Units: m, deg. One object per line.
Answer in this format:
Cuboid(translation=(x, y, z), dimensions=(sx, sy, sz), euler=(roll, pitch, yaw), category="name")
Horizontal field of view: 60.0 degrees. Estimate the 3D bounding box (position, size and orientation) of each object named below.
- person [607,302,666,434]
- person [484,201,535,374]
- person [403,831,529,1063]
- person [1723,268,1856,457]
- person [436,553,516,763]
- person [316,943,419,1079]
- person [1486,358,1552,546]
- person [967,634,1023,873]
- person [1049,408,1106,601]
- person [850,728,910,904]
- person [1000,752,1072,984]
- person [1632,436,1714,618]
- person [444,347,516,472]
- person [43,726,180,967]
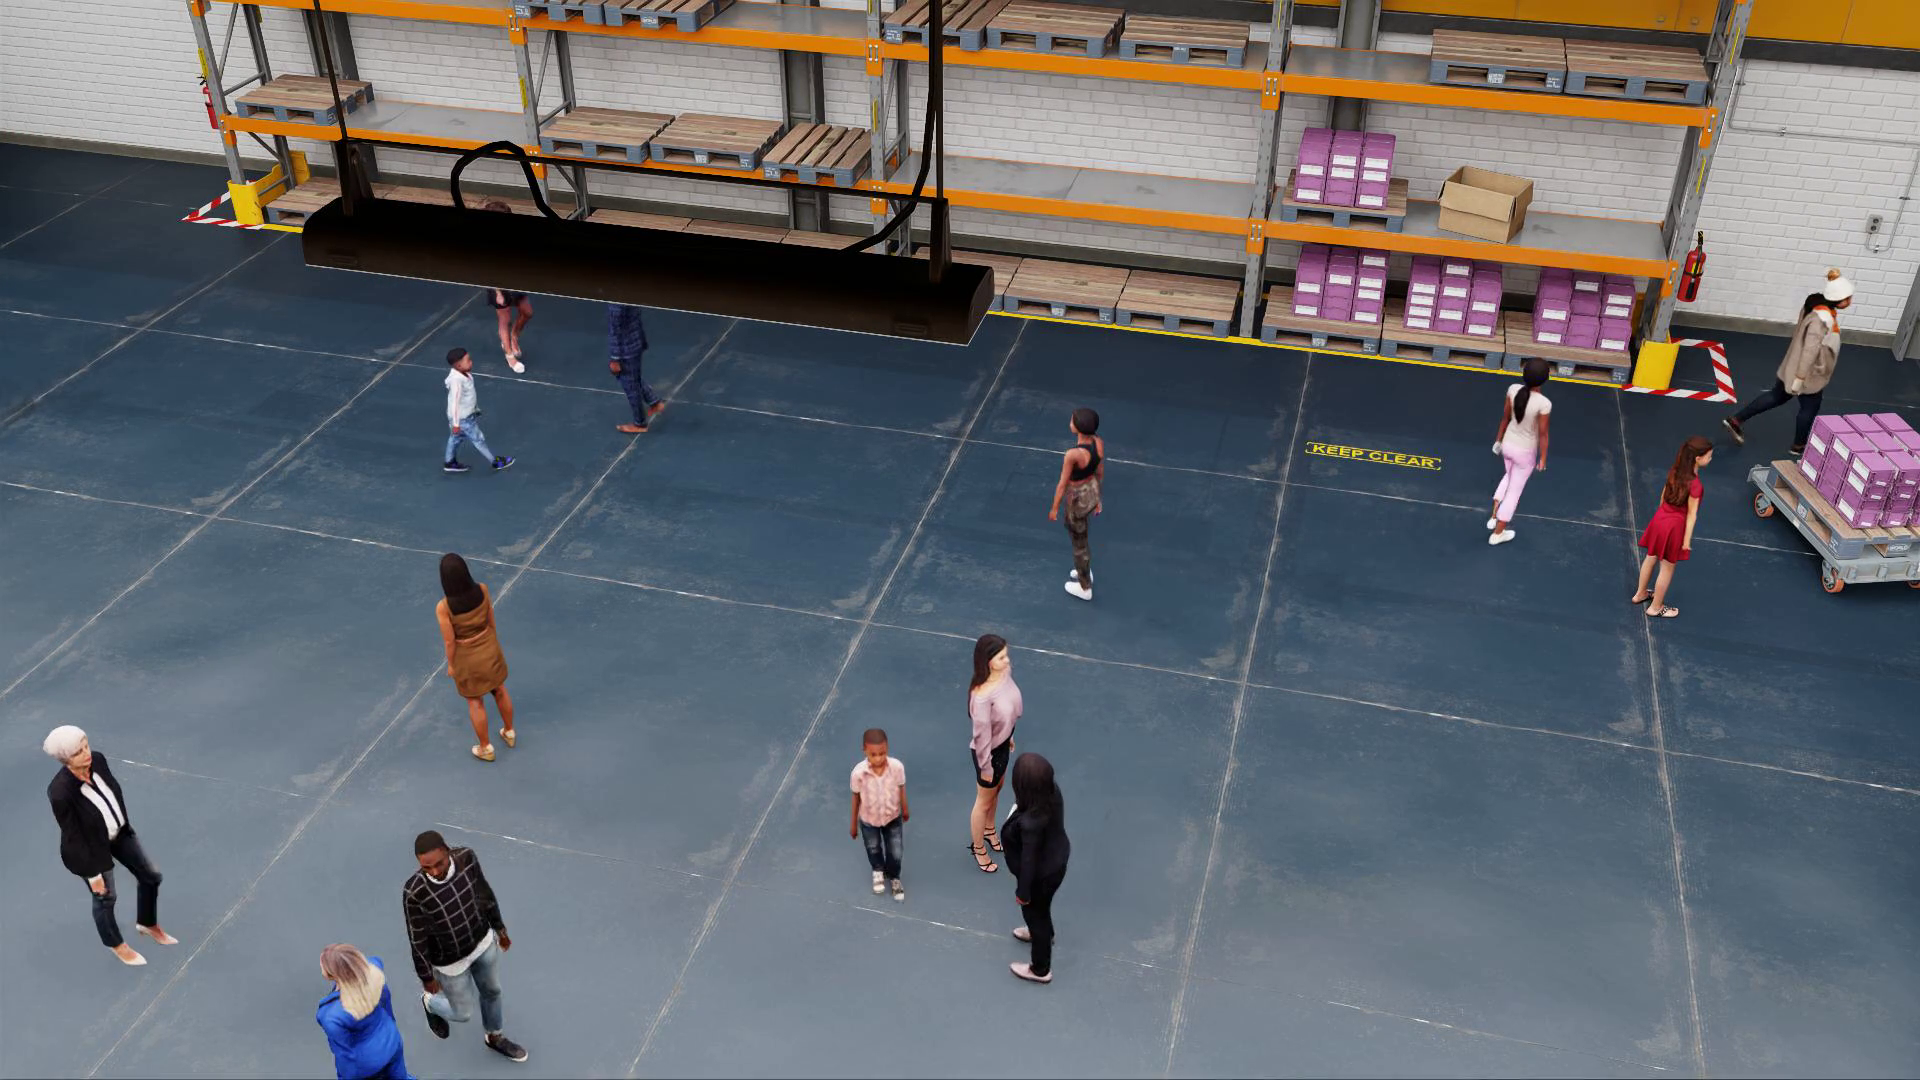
Cuboid(translation=(-2.976, -1.804, 15.320), dimensions=(0.781, 1.809, 0.757), euler=(0, 34, -1), category="person")
Cuboid(translation=(-4.544, -2.491, 16.380), dimensions=(0.724, 1.781, 0.649), euler=(18, 38, 25), category="person")
Cuboid(translation=(-2.856, 2.232, 9.258), dimensions=(1.000, 1.799, 0.862), euler=(18, 38, 25), category="person")
Cuboid(translation=(7.489, -1.600, 14.962), dimensions=(1.128, 1.866, 0.731), euler=(6, 34, 8), category="person")
Cuboid(translation=(-3.347, 0.811, 11.498), dimensions=(0.649, 1.685, 0.639), euler=(27, 42, 35), category="person")
Cuboid(translation=(-2.978, 2.710, 8.639), dimensions=(0.904, 1.687, 0.652), euler=(12, 35, 17), category="person")
Cuboid(translation=(4.556, -0.703, 13.737), dimensions=(0.768, 1.728, 0.702), euler=(-20, 38, -27), category="person")
Cuboid(translation=(0.193, 1.347, 10.577), dimensions=(0.569, 1.812, 0.642), euler=(13, 36, 19), category="person")
Cuboid(translation=(1.024, -0.247, 13.094), dimensions=(0.759, 1.682, 0.710), euler=(26, 41, 33), category="person")
Cuboid(translation=(-0.513, 1.676, 10.546), dimensions=(0.601, 1.299, 0.690), euler=(-5, 34, -7), category="person")
Cuboid(translation=(0.502, 1.918, 9.904), dimensions=(0.656, 1.607, 0.701), euler=(4, 34, 6), category="person")
Cuboid(translation=(5.582, -0.118, 13.017), dimensions=(0.722, 1.552, 0.662), euler=(-8, 35, -12), category="person")
Cuboid(translation=(-4.494, -1.126, 14.828), dimensions=(0.927, 1.224, 0.701), euler=(-4, 34, -6), category="person")
Cuboid(translation=(-5.109, 1.819, 9.718), dimensions=(0.614, 1.768, 0.737), euler=(9, 35, 13), category="person")
